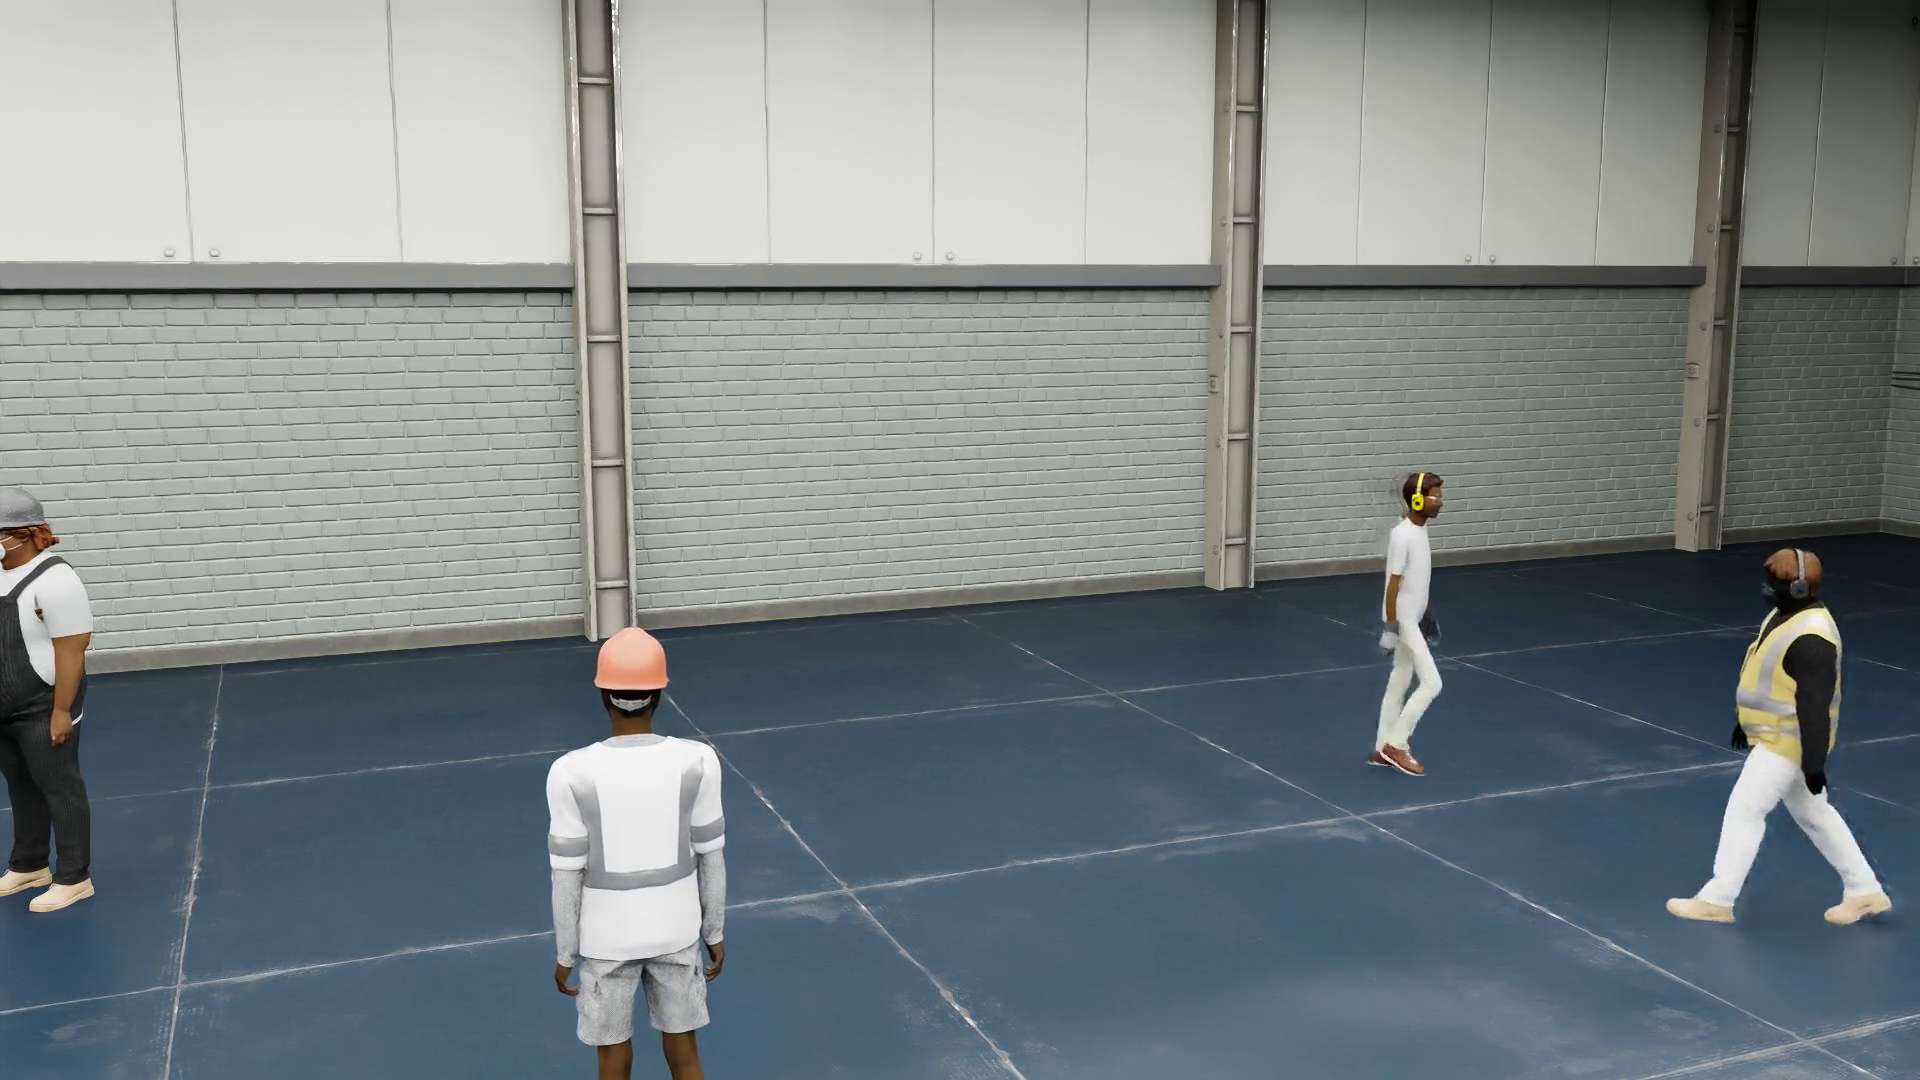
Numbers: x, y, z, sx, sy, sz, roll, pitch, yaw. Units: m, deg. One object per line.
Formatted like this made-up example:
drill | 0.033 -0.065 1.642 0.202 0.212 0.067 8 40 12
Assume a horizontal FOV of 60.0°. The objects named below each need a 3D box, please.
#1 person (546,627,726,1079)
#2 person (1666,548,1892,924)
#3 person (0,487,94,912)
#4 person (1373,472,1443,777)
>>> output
person | -1.022 1.235 5.286 0.551 1.934 0.373 -3 10 -19
person | 3.890 0.920 7.717 0.951 1.802 0.626 3 10 20
person | -4.498 0.756 7.971 0.683 2.000 0.538 5 11 31
person | 2.766 0.507 10.123 0.500 1.853 0.508 4 10 21
